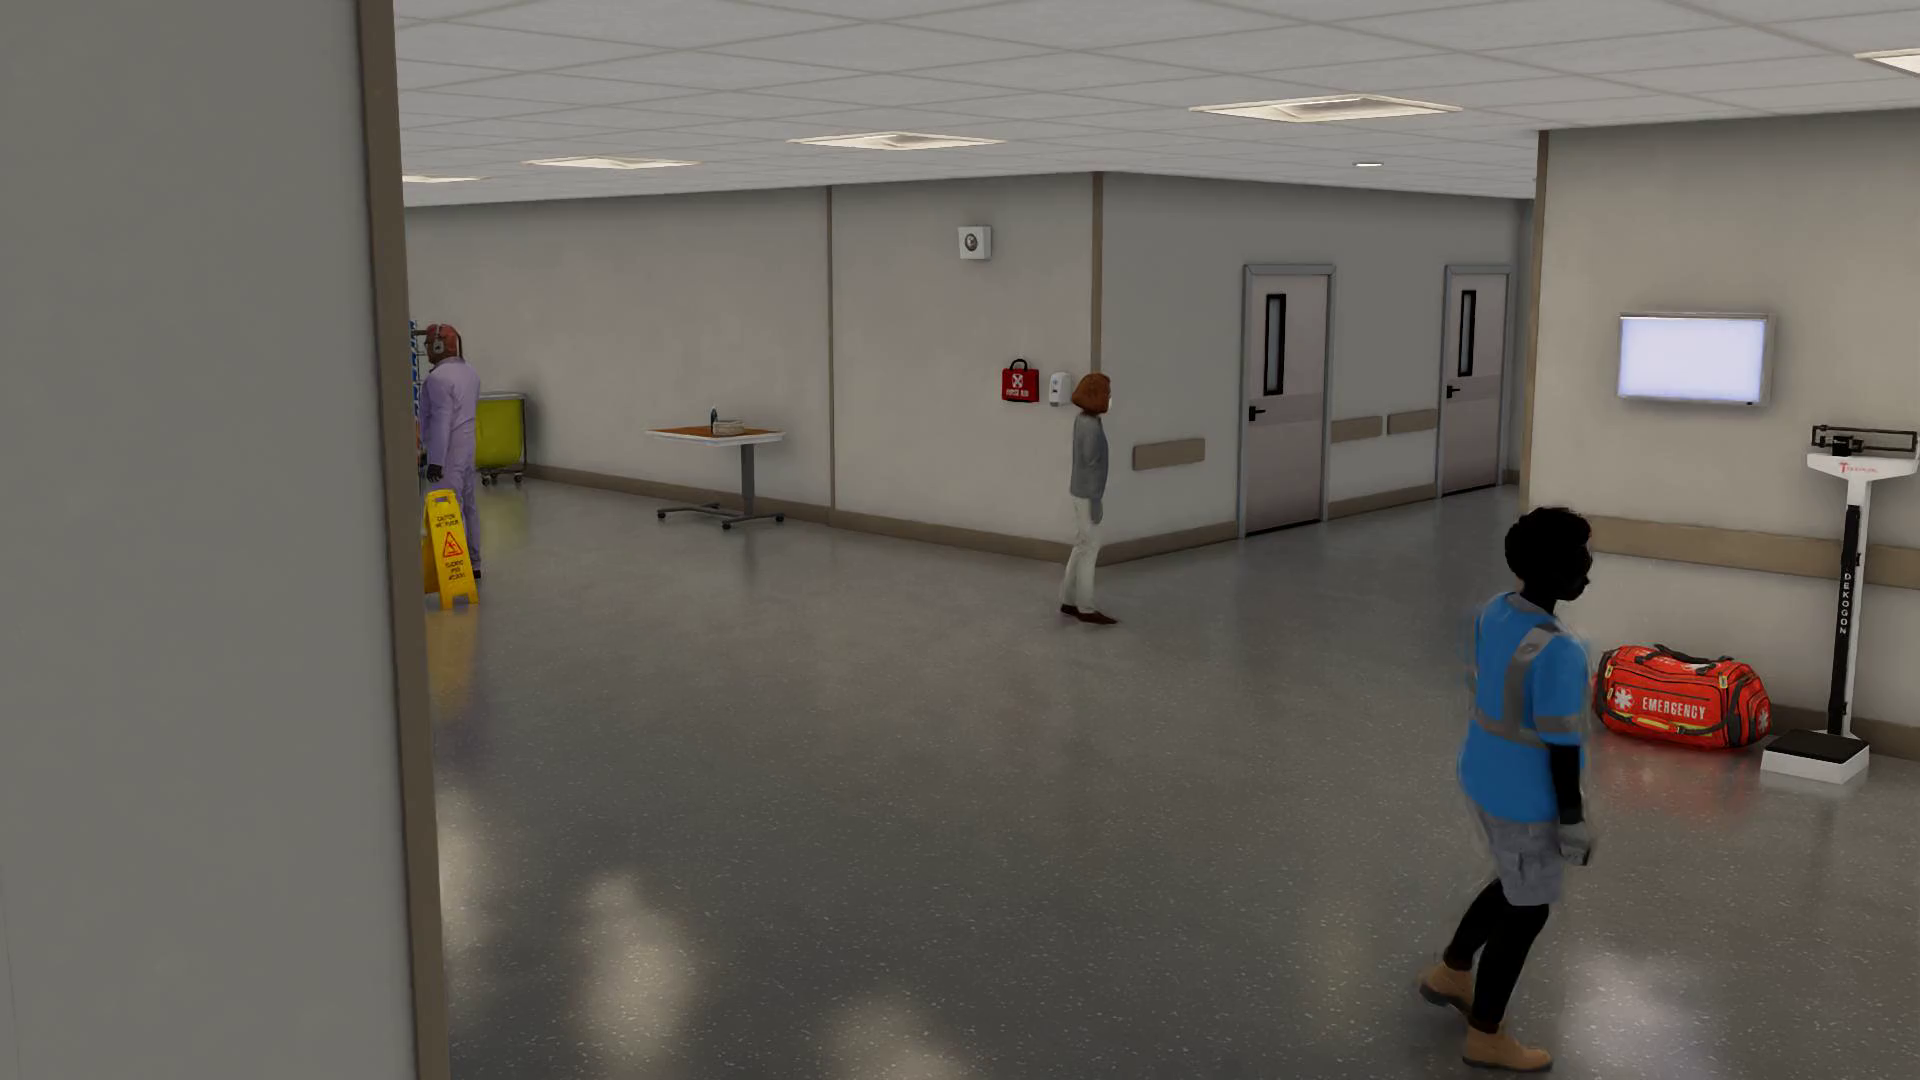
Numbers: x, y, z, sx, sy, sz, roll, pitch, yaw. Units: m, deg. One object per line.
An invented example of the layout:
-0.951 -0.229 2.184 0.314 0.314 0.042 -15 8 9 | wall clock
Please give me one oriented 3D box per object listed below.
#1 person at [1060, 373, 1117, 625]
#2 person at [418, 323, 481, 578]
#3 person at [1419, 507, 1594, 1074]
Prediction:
0.839 -0.263 10.812 0.322 1.641 0.507 -1 9 -4 | person
-3.733 -0.619 12.123 0.407 1.904 0.655 1 9 6 | person
1.584 0.717 4.717 0.351 1.667 0.607 0 9 0 | person
